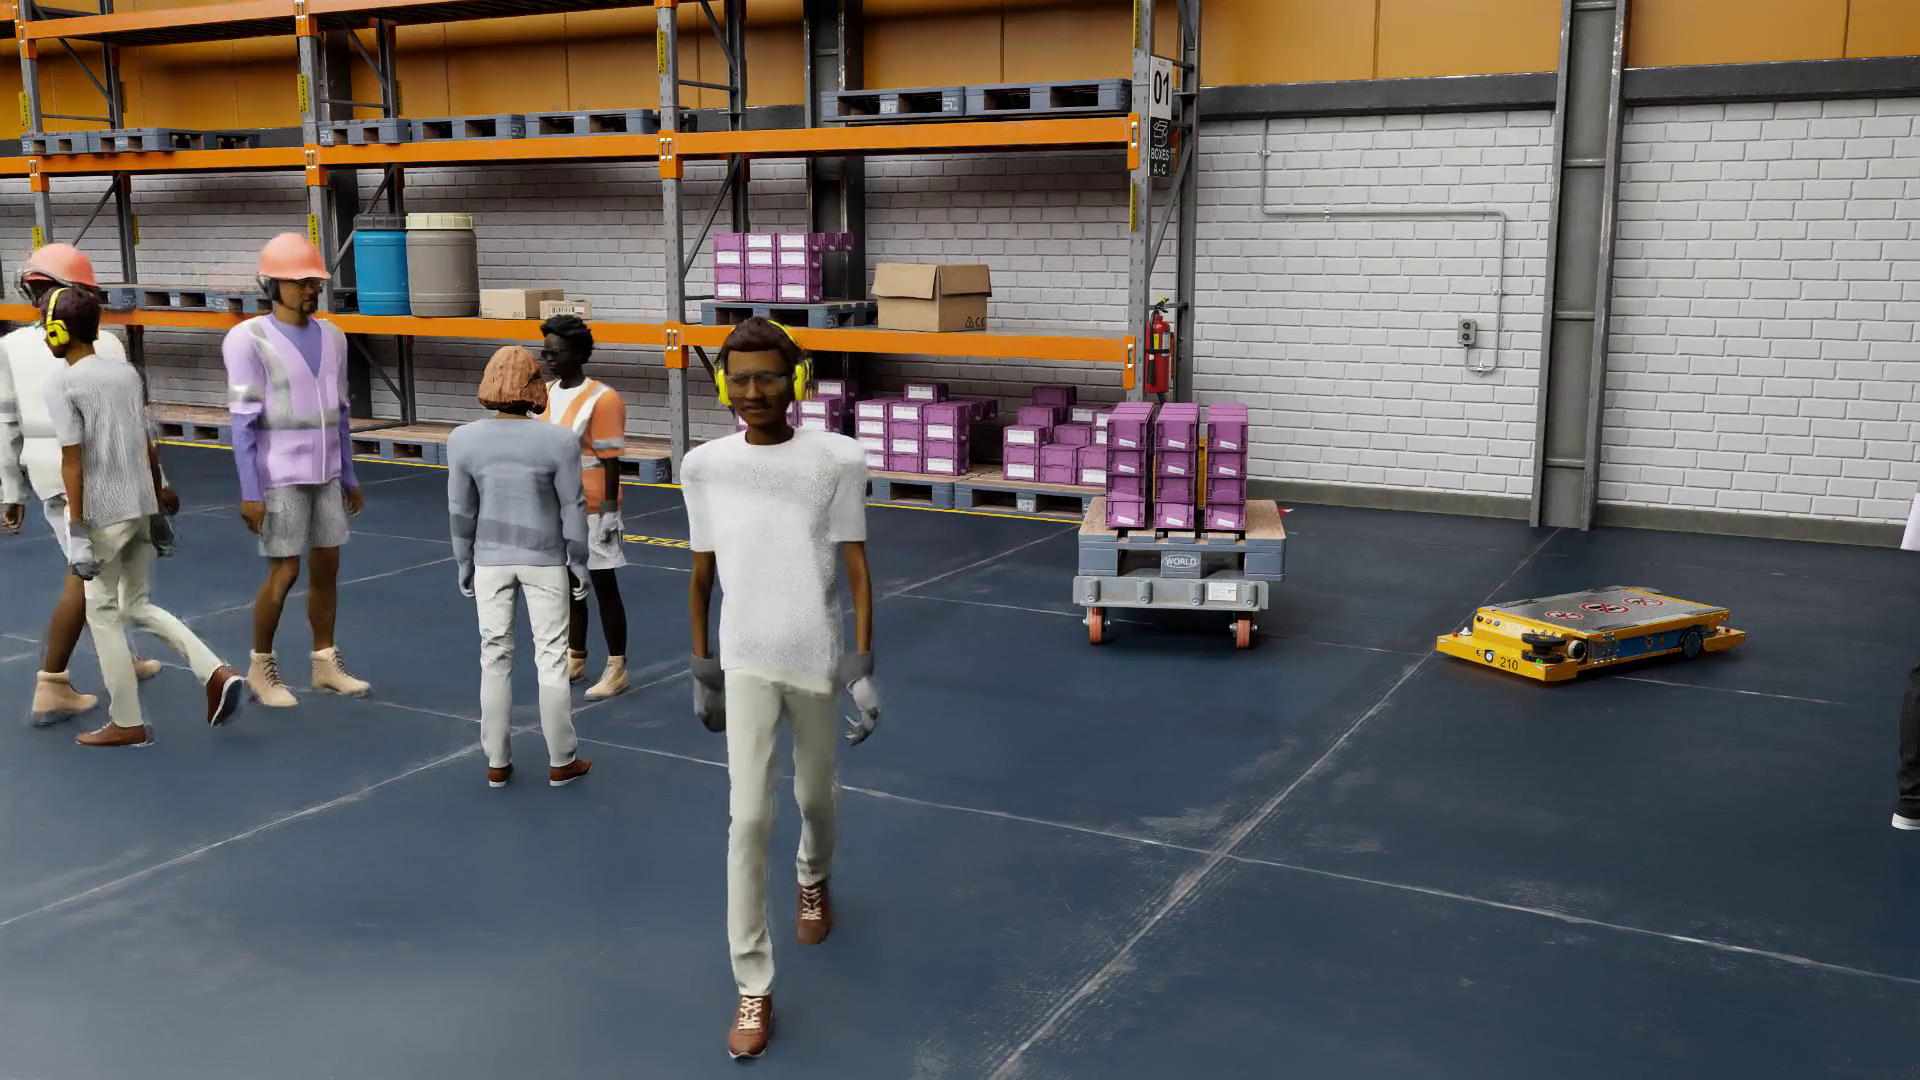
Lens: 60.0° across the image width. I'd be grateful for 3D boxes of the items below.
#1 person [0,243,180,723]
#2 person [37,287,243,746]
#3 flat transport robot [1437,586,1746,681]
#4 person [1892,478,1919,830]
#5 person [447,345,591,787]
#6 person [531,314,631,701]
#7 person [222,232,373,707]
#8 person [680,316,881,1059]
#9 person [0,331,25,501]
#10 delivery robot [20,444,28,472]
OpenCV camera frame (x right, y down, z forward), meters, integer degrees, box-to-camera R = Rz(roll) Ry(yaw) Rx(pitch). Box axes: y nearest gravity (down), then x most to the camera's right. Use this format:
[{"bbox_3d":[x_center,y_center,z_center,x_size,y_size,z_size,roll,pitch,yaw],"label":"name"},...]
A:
[{"bbox_3d":[-3.763,-0.254,7.132,0.652,2.010,0.890,3,11,16],"label":"person"},{"bbox_3d":[-3.255,-0.072,6.549,0.625,1.841,0.529,2,10,8],"label":"person"},{"bbox_3d":[3.069,0.432,8.056,1.431,0.197,0.652,-6,12,-30],"label":"flat transport robot"},{"bbox_3d":[3.326,0.084,5.449,0.392,1.920,0.593,1,10,7],"label":"person"},{"bbox_3d":[-1.608,0.104,6.117,0.506,1.633,0.279,0,10,0],"label":"person"},{"bbox_3d":[-1.686,-0.143,7.325,0.537,1.691,0.317,7,12,33],"label":"person"},{"bbox_3d":[-2.836,-0.288,7.166,0.408,2.049,0.614,5,11,25],"label":"person"},{"bbox_3d":[-0.467,0.321,4.425,0.518,1.825,0.920,0,10,-3],"label":"person"},{"bbox_3d":[-7.513,-1.214,12.757,0.392,1.847,0.563,-7,13,-34],"label":"person"},{"bbox_3d":[-7.636,-0.768,13.598,0.707,0.478,0.477,-1,10,-7],"label":"delivery robot"}]
